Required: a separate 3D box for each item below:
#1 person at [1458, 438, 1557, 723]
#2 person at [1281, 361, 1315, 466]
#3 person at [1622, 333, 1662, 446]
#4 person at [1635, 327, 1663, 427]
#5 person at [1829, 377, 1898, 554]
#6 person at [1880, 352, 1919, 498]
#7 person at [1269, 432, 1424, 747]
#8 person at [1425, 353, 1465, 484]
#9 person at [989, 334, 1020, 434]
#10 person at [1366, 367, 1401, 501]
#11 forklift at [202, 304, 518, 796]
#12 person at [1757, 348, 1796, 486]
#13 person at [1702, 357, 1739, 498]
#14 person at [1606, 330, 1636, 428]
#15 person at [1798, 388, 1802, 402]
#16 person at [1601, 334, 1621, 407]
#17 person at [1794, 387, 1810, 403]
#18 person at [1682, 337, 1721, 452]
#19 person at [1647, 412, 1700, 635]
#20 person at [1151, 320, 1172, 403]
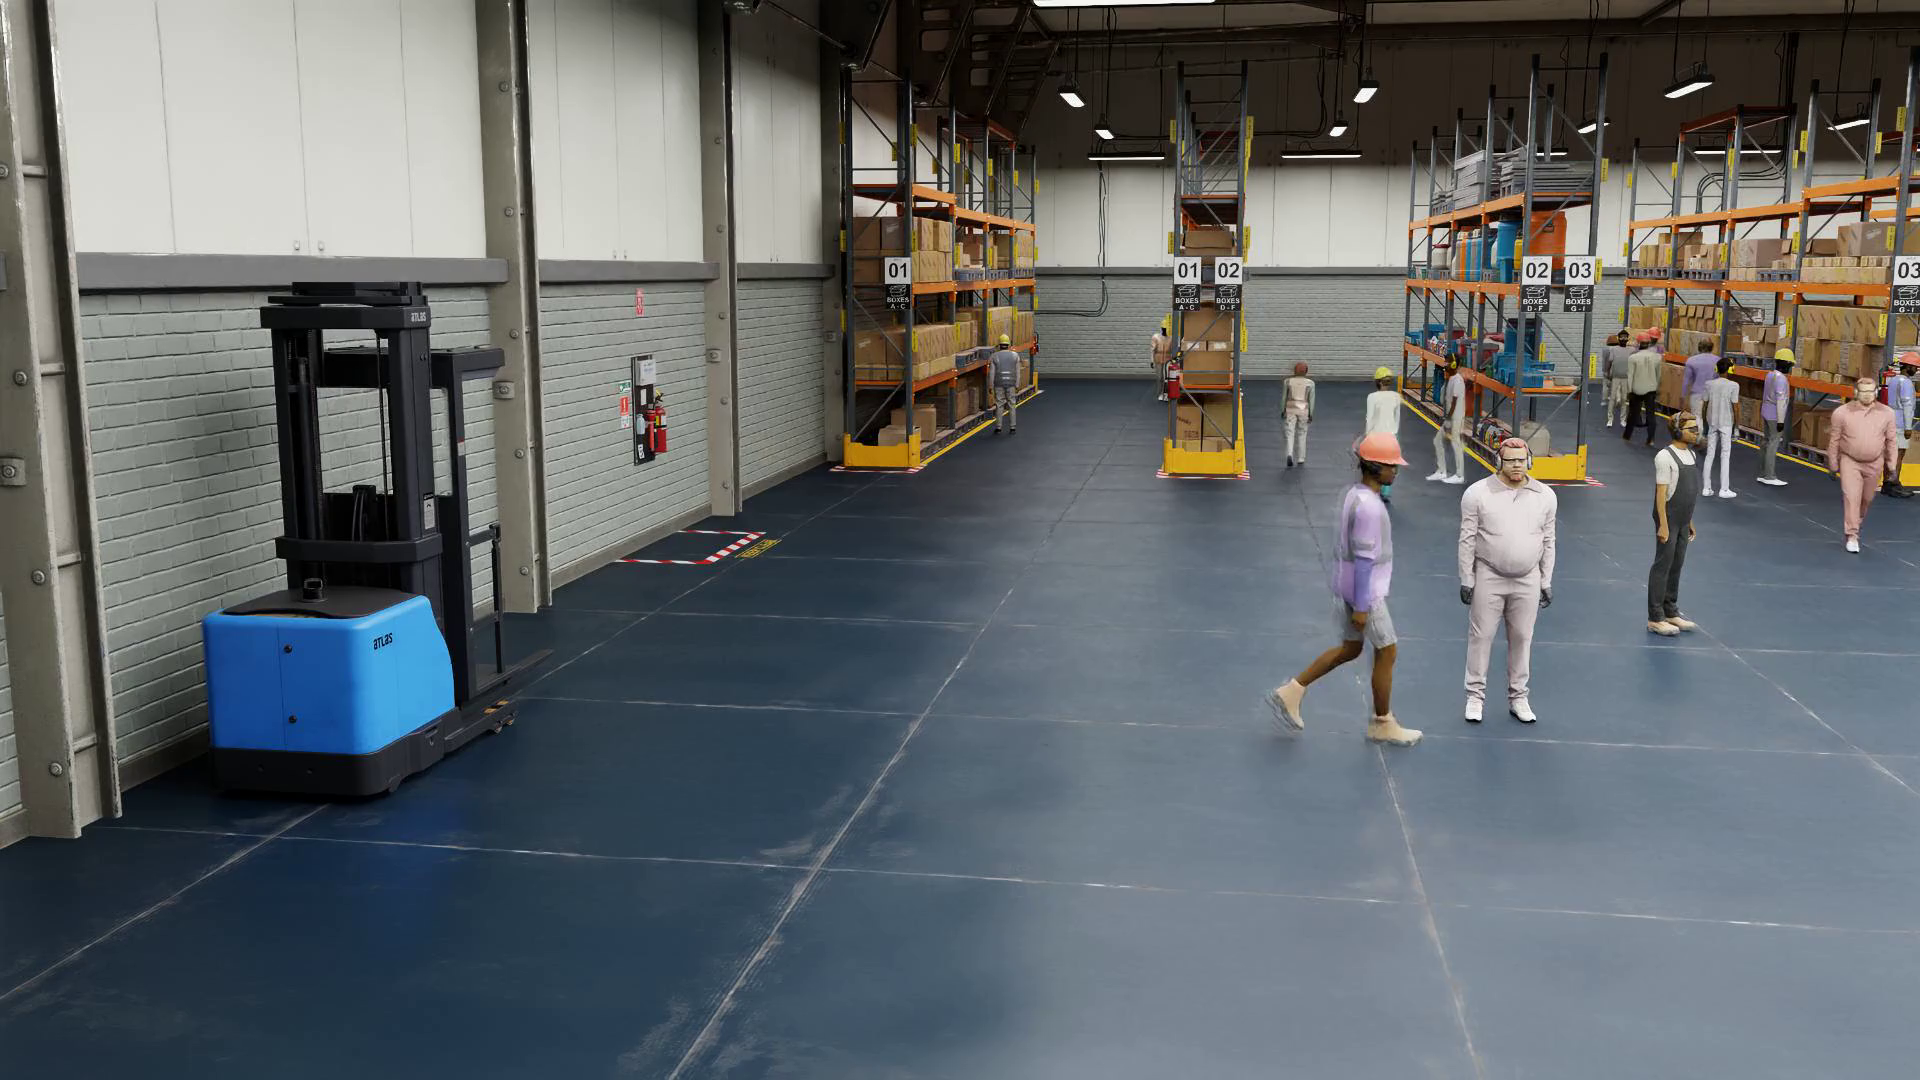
[{"bbox_3d":[3.659,0.269,11.120,0.643,1.909,0.410,0,9,2],"label":"person"},{"bbox_3d":[5.229,-1.962,25.797,0.518,1.613,0.781,2,10,15],"label":"person"},{"bbox_3d":[11.806,-2.604,28.758,0.629,1.941,1.052,0,9,3],"label":"person"},{"bbox_3d":[13.340,-3.149,32.139,0.543,1.928,0.373,-3,10,-16],"label":"person"},{"bbox_3d":[9.814,-0.842,18.108,0.651,1.874,0.933,2,10,15],"label":"person"},{"bbox_3d":[12.624,-1.551,22.281,0.372,1.928,0.543,1,9,7],"label":"person"},{"bbox_3d":[2.476,0.309,10.567,0.926,2.012,0.650,1,9,7],"label":"person"},{"bbox_3d":[6.884,-1.726,23.586,0.673,1.847,0.565,1,9,7],"label":"person"},{"bbox_3d":[0.817,-2.877,30.746,0.586,1.835,0.403,-2,9,-10],"label":"person"},{"bbox_3d":[5.523,-1.384,21.785,0.540,1.748,0.434,-3,10,-17],"label":"person"},{"bbox_3d":[-3.673,-0.038,10.147,1.129,2.768,1.873,1,9,9],"label":"forklift"},{"bbox_3d":[11.511,-1.737,23.450,0.392,1.919,0.589,2,9,9],"label":"person"},{"bbox_3d":[10.164,-1.506,22.205,0.329,1.865,0.508,-7,12,-39],"label":"person"},{"bbox_3d":[12.743,-3.111,32.079,0.513,1.872,0.328,2,9,11],"label":"person"},{"bbox_3d":[18.310,-3.835,36.588,0.554,1.854,0.688,-7,11,-36],"label":"person"},{"bbox_3d":[14.496,-3.761,36.928,0.492,1.605,0.817,1,9,7],"label":"person"},{"bbox_3d":[18.208,-3.625,35.972,0.499,1.633,0.282,3,10,16],"label":"person"},{"bbox_3d":[12.412,-2.422,27.745,0.643,1.911,0.924,1,9,7],"label":"person"},{"bbox_3d":[5.969,-0.146,13.869,0.508,1.847,0.345,-8,12,-40],"label":"person"},{"bbox_3d":[4.711,-4.144,38.418,0.588,1.886,0.949,2,9,10],"label":"person"}]
